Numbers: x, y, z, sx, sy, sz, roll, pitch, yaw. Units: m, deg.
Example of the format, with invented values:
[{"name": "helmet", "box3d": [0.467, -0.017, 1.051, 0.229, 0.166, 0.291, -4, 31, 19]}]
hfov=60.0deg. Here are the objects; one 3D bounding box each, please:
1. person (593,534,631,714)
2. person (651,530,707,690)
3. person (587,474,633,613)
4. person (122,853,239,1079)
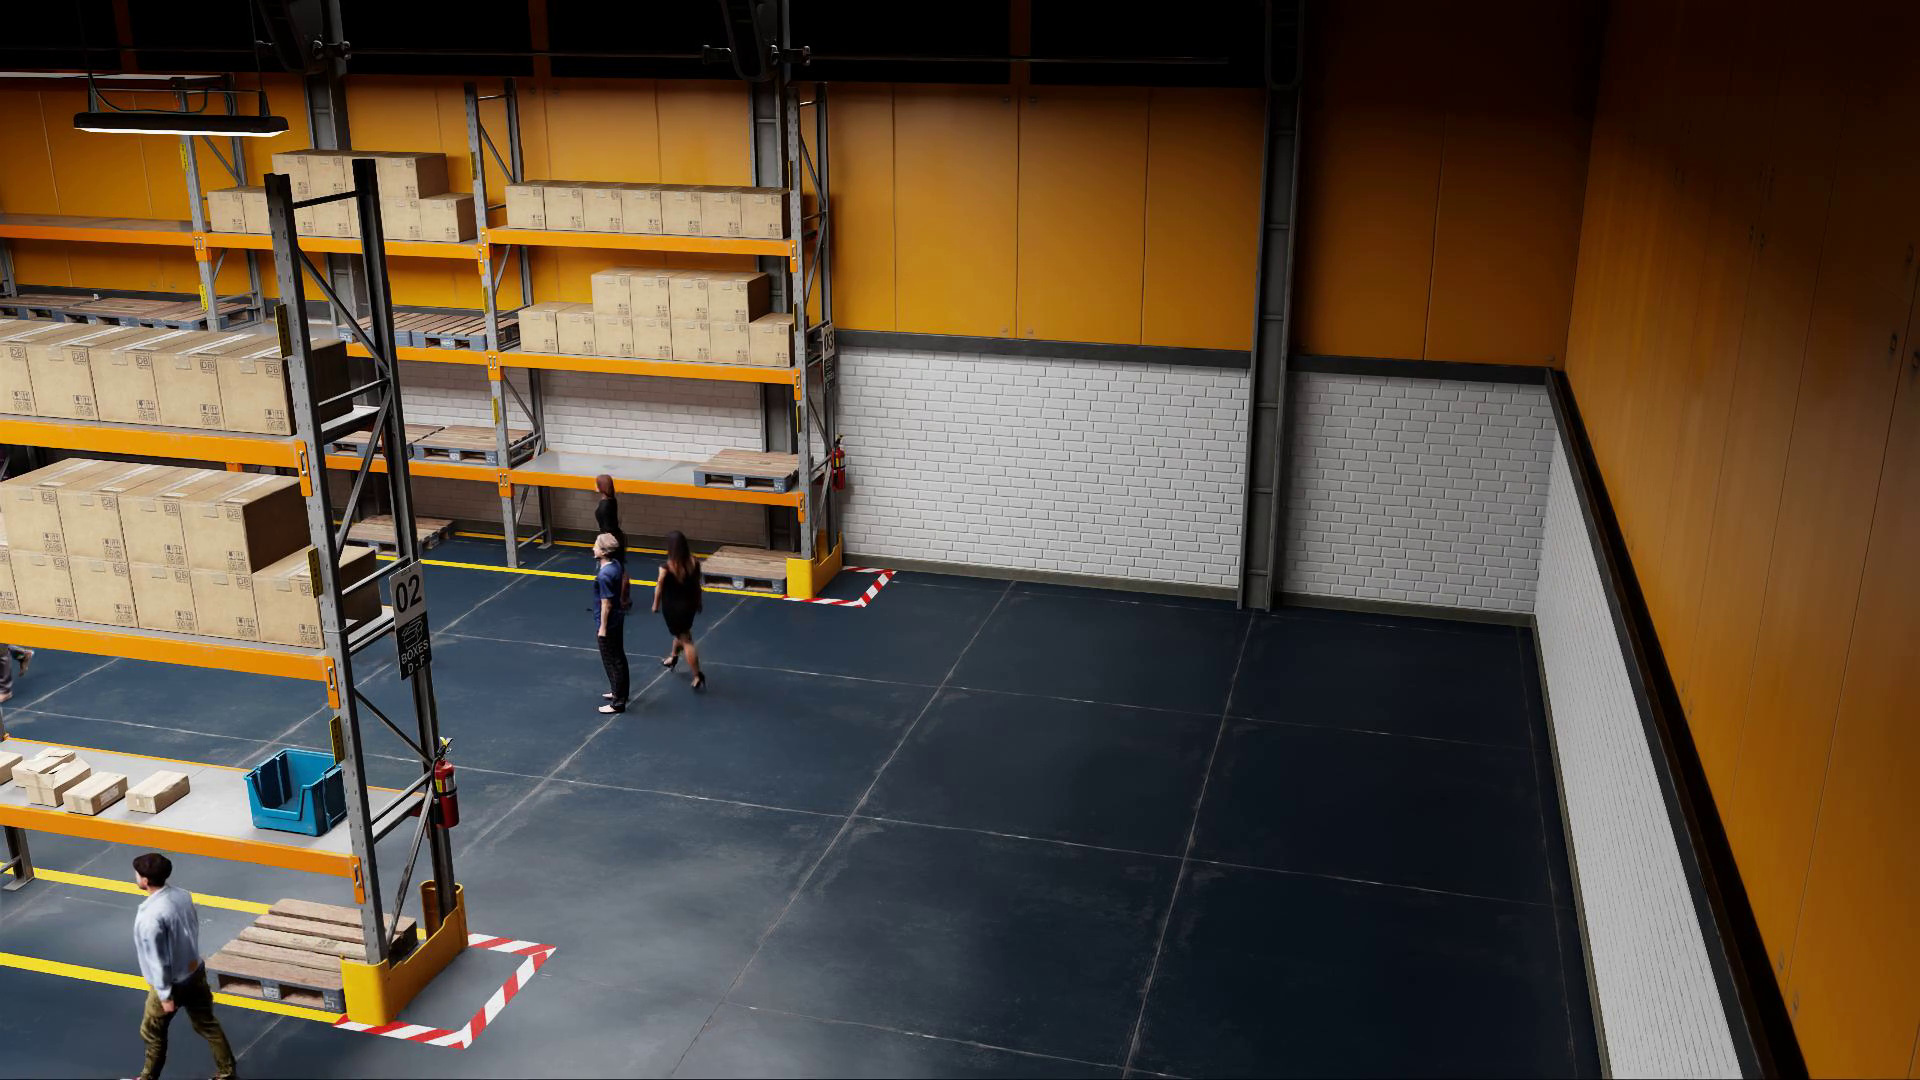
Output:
[{"name": "person", "box3d": [-3.555, 0.826, 16.910, 0.646, 1.872, 0.716, 0, 19, -1]}, {"name": "person", "box3d": [-2.868, 0.779, 17.377, 1.145, 1.663, 0.961, 17, 25, 41]}, {"name": "person", "box3d": [-4.020, 0.054, 19.477, 0.779, 1.697, 0.648, 2, 19, 5]}, {"name": "person", "box3d": [-5.052, 2.896, 10.910, 1.077, 1.777, 0.797, 2, 19, 5]}]
